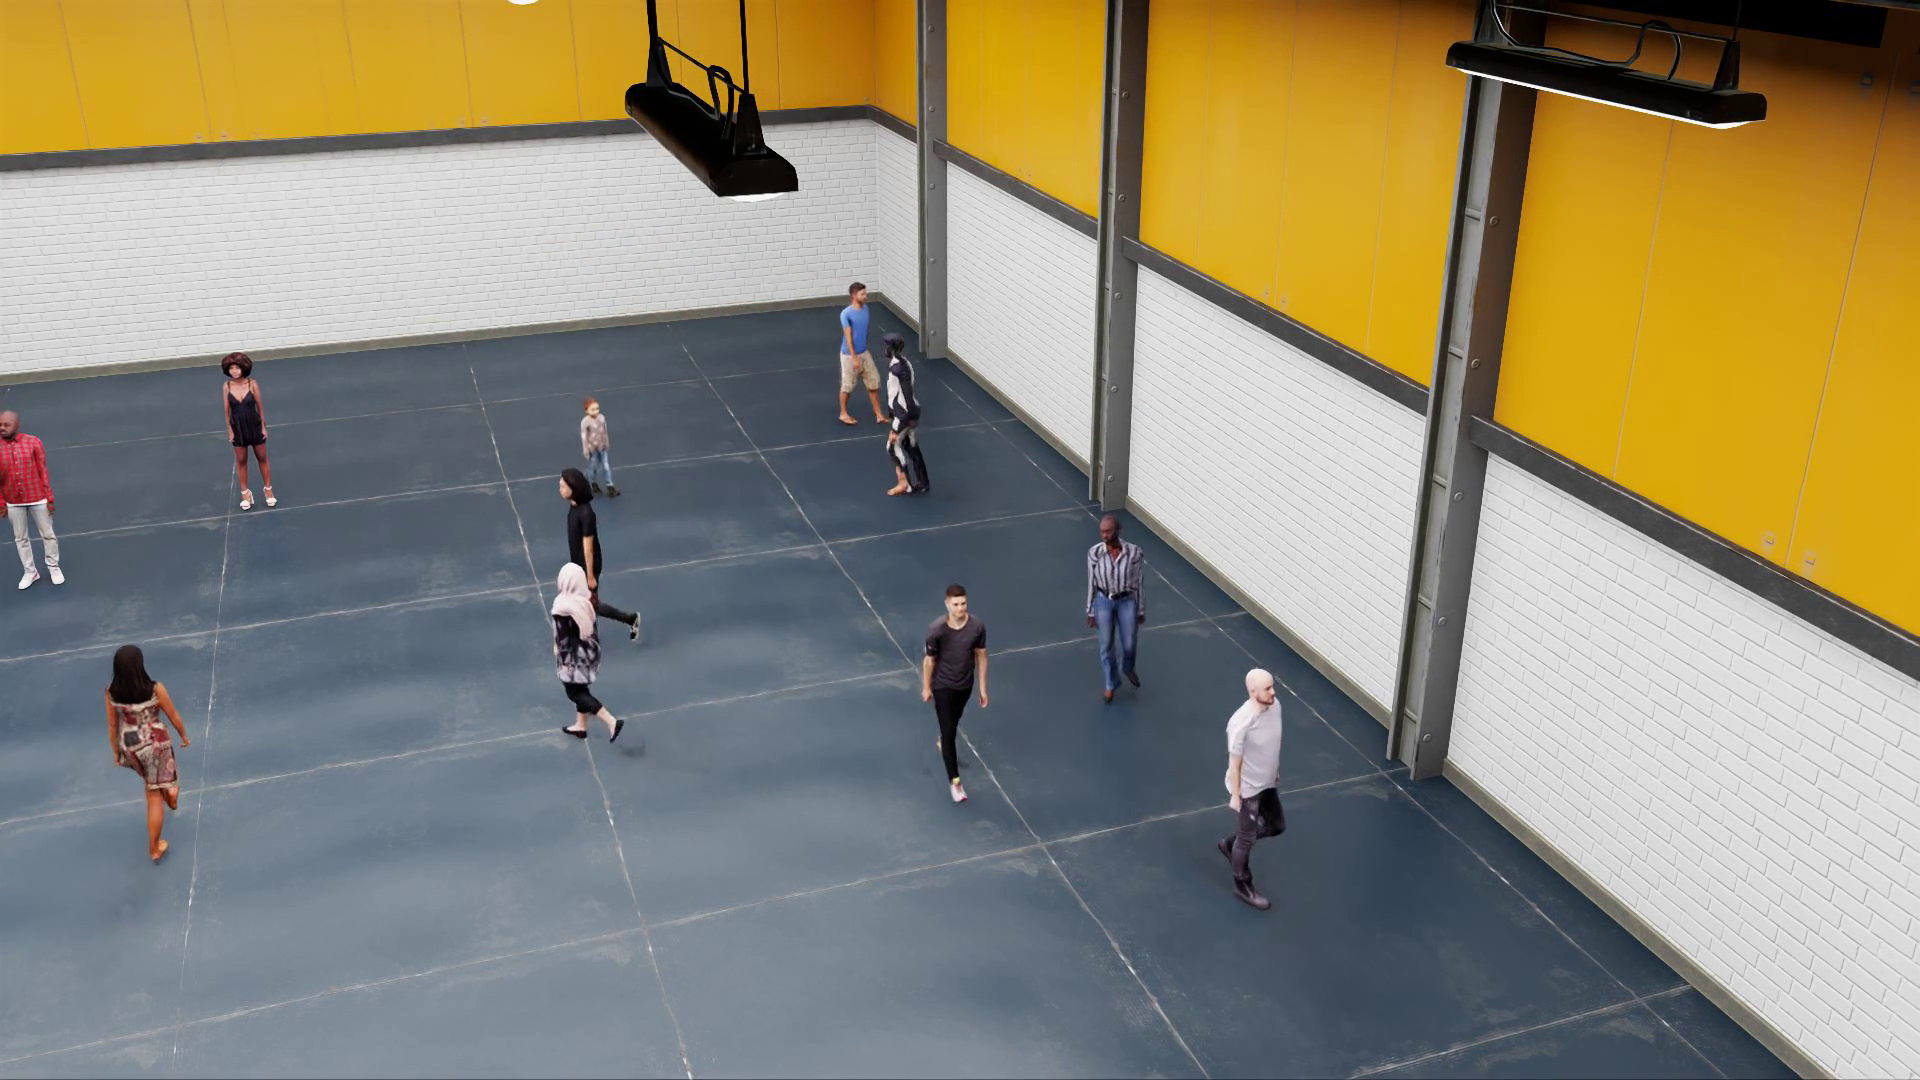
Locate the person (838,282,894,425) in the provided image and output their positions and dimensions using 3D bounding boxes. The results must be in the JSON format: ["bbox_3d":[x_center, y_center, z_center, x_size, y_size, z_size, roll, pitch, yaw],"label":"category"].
[{"bbox_3d":[-1.384,-2.327,20.835,1.131,1.831,0.919,22,32,40],"label":"person"}]

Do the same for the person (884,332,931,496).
[{"bbox_3d":[-0.555,-1.386,18.660,0.844,1.850,0.767,-6,24,-13],"label":"person"}]

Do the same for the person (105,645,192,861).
[{"bbox_3d":[-5.981,1.578,12.187,0.803,1.602,1.151,-3,24,-8],"label":"person"}]

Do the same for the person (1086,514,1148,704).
[{"bbox_3d":[1.344,0.586,14.249,0.823,1.768,0.873,-1,24,-3],"label":"person"}]

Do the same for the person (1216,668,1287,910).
[{"bbox_3d":[1.992,1.684,11.668,0.847,1.824,0.936,-22,32,-40],"label":"person"}]

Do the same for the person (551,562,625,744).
[{"bbox_3d":[-3.048,0.950,13.598,1.017,1.622,0.956,11,26,23],"label":"person"}]

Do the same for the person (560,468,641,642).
[{"bbox_3d":[-3.310,0.204,15.072,0.796,1.809,0.920,-13,27,-27],"label":"person"}]

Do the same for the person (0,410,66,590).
[{"bbox_3d":[-9.281,-0.433,16.519,0.650,1.818,0.568,-7,25,-17],"label":"person"}]

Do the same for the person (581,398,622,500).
[{"bbox_3d":[-4.122,-1.049,18.734,0.631,1.172,0.822,-16,28,-32],"label":"person"}]

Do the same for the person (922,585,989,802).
[{"bbox_3d":[-0.065,1.112,13.112,0.631,1.716,1.126,-9,25,-19],"label":"person"}]

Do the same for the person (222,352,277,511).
[{"bbox_3d":[-7.854,-1.211,18.335,0.561,1.788,0.531,-7,25,-17],"label":"person"}]
